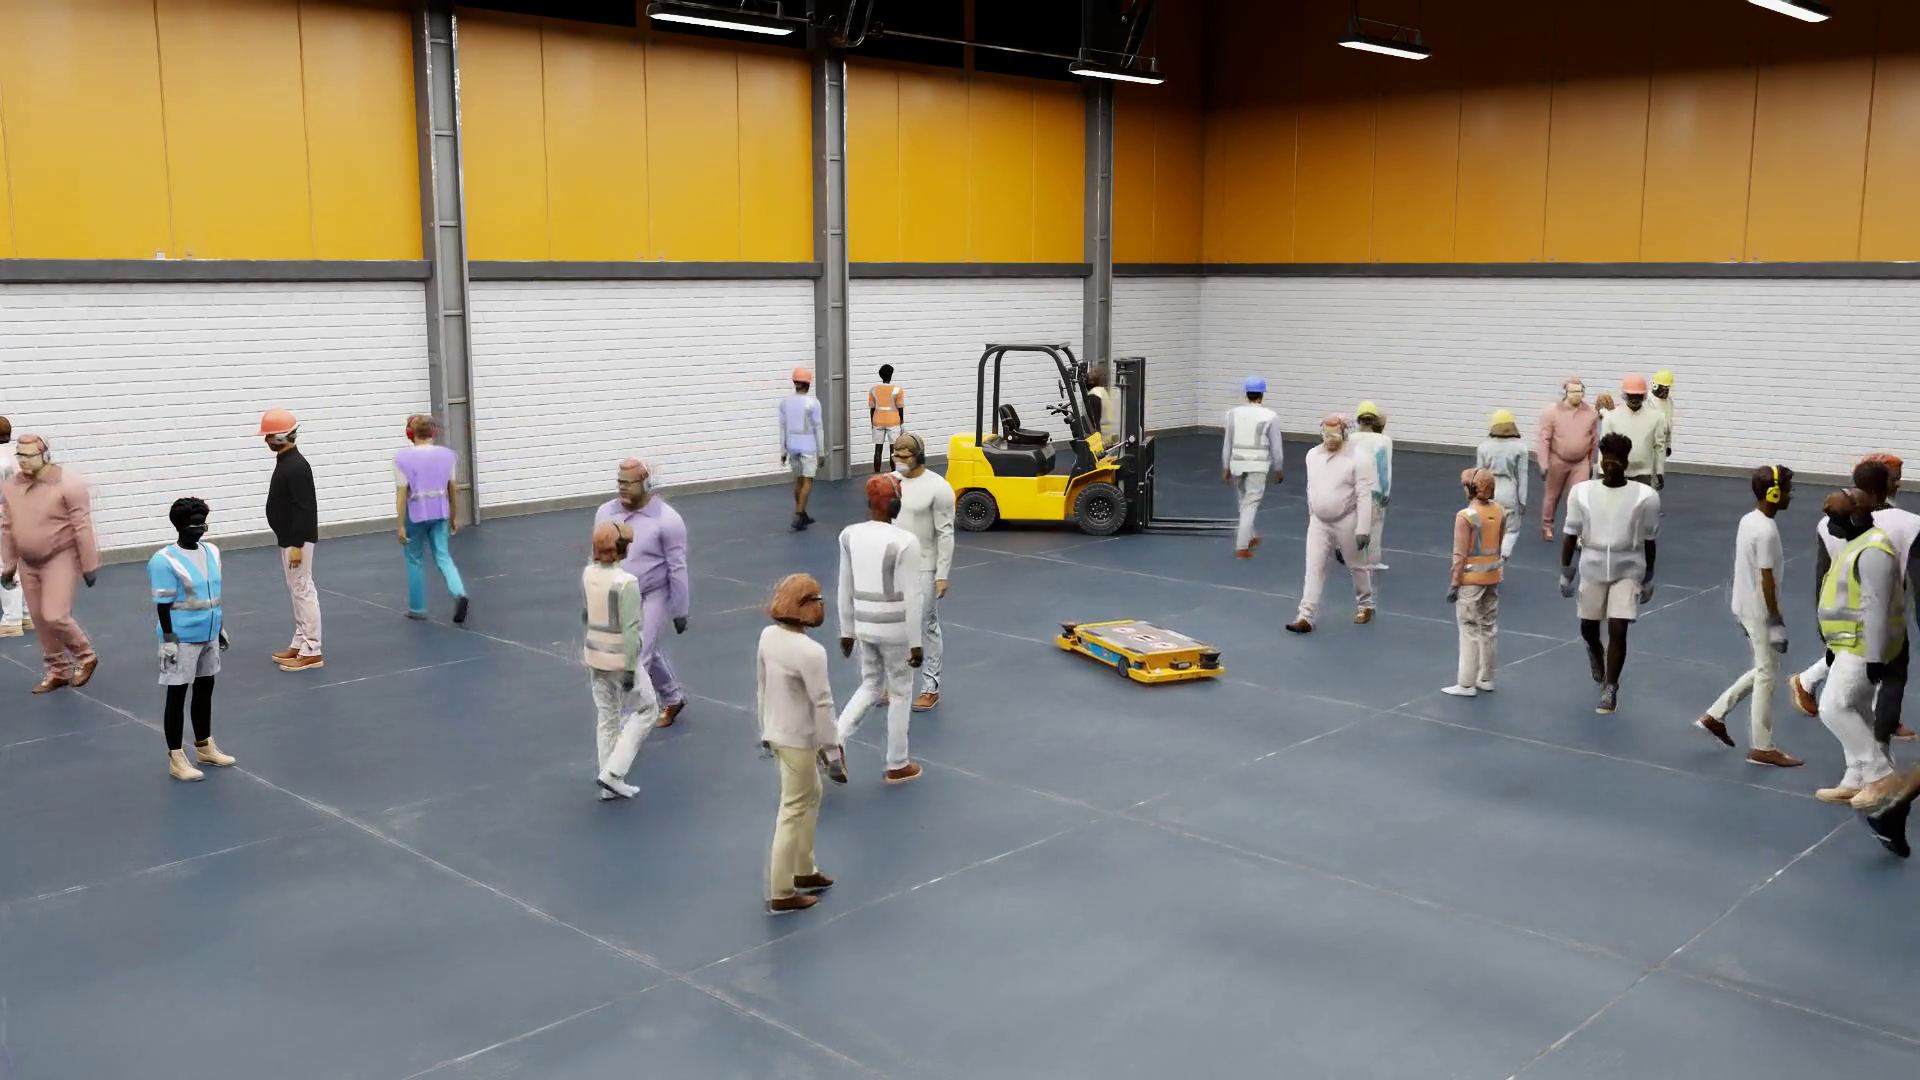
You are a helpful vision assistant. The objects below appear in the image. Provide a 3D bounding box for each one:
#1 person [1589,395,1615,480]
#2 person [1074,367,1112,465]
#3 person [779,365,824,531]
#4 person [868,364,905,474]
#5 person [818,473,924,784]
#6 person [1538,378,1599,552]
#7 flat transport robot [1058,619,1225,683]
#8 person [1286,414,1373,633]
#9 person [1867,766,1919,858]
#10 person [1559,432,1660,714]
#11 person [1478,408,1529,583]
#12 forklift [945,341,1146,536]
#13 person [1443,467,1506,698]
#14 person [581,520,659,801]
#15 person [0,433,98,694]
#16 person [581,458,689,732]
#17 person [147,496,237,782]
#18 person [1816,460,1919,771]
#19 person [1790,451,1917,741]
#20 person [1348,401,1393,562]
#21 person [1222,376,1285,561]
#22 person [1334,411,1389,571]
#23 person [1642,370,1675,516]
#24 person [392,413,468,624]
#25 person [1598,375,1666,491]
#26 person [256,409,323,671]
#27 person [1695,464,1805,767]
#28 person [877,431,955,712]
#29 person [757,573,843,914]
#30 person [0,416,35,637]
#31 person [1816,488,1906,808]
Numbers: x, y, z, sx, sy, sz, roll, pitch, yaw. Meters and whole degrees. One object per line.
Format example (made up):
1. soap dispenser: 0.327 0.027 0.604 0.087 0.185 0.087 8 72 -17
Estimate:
1. person: 7.442 -0.899 19.322 0.518 1.589 0.864 5 10 28
2. person: 1.567 -1.224 20.600 0.740 1.817 0.657 3 10 15
3. person: -1.859 -1.072 19.443 0.552 1.949 0.631 4 10 25
4. person: -1.036 -1.634 23.519 0.532 1.694 0.320 3 10 17
5. person: -0.489 0.543 9.643 0.582 1.865 0.666 7 12 38
6. person: 6.639 -0.846 18.212 0.663 1.859 1.004 1 9 3
7. flat transport robot: 1.367 0.827 12.764 0.652 0.197 1.431 -4 10 -24
8. person: 3.175 -0.150 14.000 0.658 1.838 1.087 8 12 40
9. person: 5.087 0.734 8.392 0.776 1.900 0.561 -2 10 -14
10. person: 4.531 0.194 11.582 0.610 1.941 0.765 5 11 29
11. person: 5.128 -0.390 15.814 0.492 1.715 0.507 6 11 33
12. forklift: 0.977 -1.223 19.452 2.313 2.155 1.214 2 9 11
13. person: 3.668 0.300 11.814 0.517 1.639 0.310 -7 12 -37
14. person: -1.945 0.692 9.453 0.518 1.625 0.363 8 12 40
15. person: -6.494 0.175 11.832 0.637 1.894 0.446 2 10 15
16. person: -2.032 0.384 10.637 0.629 1.863 1.019 5 11 28
17. person: -4.592 0.577 9.950 0.322 1.692 0.531 3 10 16
18. person: 5.490 0.472 10.005 0.673 1.884 0.453 8 12 39
19. person: 5.891 0.344 10.847 0.592 1.862 0.720 -5 10 -26
20. person: 4.021 -0.522 16.601 0.535 1.718 0.906 1 9 4
21. person: 3.122 -0.766 17.506 0.610 1.905 0.941 8 12 40
22. person: 4.077 -0.482 16.656 0.523 1.619 0.533 -4 10 -24
23. person: 8.497 -1.177 20.349 0.604 1.808 0.447 -5 10 -28
24. person: -4.524 -0.174 14.195 0.576 1.818 0.810 -9 13 -44
25. person: 6.795 -0.674 16.815 0.646 1.949 0.970 3 10 17
26. person: -5.078 -0.006 12.625 0.391 1.987 0.608 -5 11 -28
27. person: 4.903 0.462 10.145 0.535 1.859 0.551 3 10 18
28. person: -0.330 0.212 11.457 0.627 1.934 0.371 6 11 32
29. person: -0.700 0.949 7.874 0.557 1.616 0.525 -6 11 -34
30. person: -7.921 -0.120 13.770 0.429 1.844 0.622 -1 9 -3
31. person: 5.045 0.614 9.367 0.457 1.813 0.662 3 10 20
